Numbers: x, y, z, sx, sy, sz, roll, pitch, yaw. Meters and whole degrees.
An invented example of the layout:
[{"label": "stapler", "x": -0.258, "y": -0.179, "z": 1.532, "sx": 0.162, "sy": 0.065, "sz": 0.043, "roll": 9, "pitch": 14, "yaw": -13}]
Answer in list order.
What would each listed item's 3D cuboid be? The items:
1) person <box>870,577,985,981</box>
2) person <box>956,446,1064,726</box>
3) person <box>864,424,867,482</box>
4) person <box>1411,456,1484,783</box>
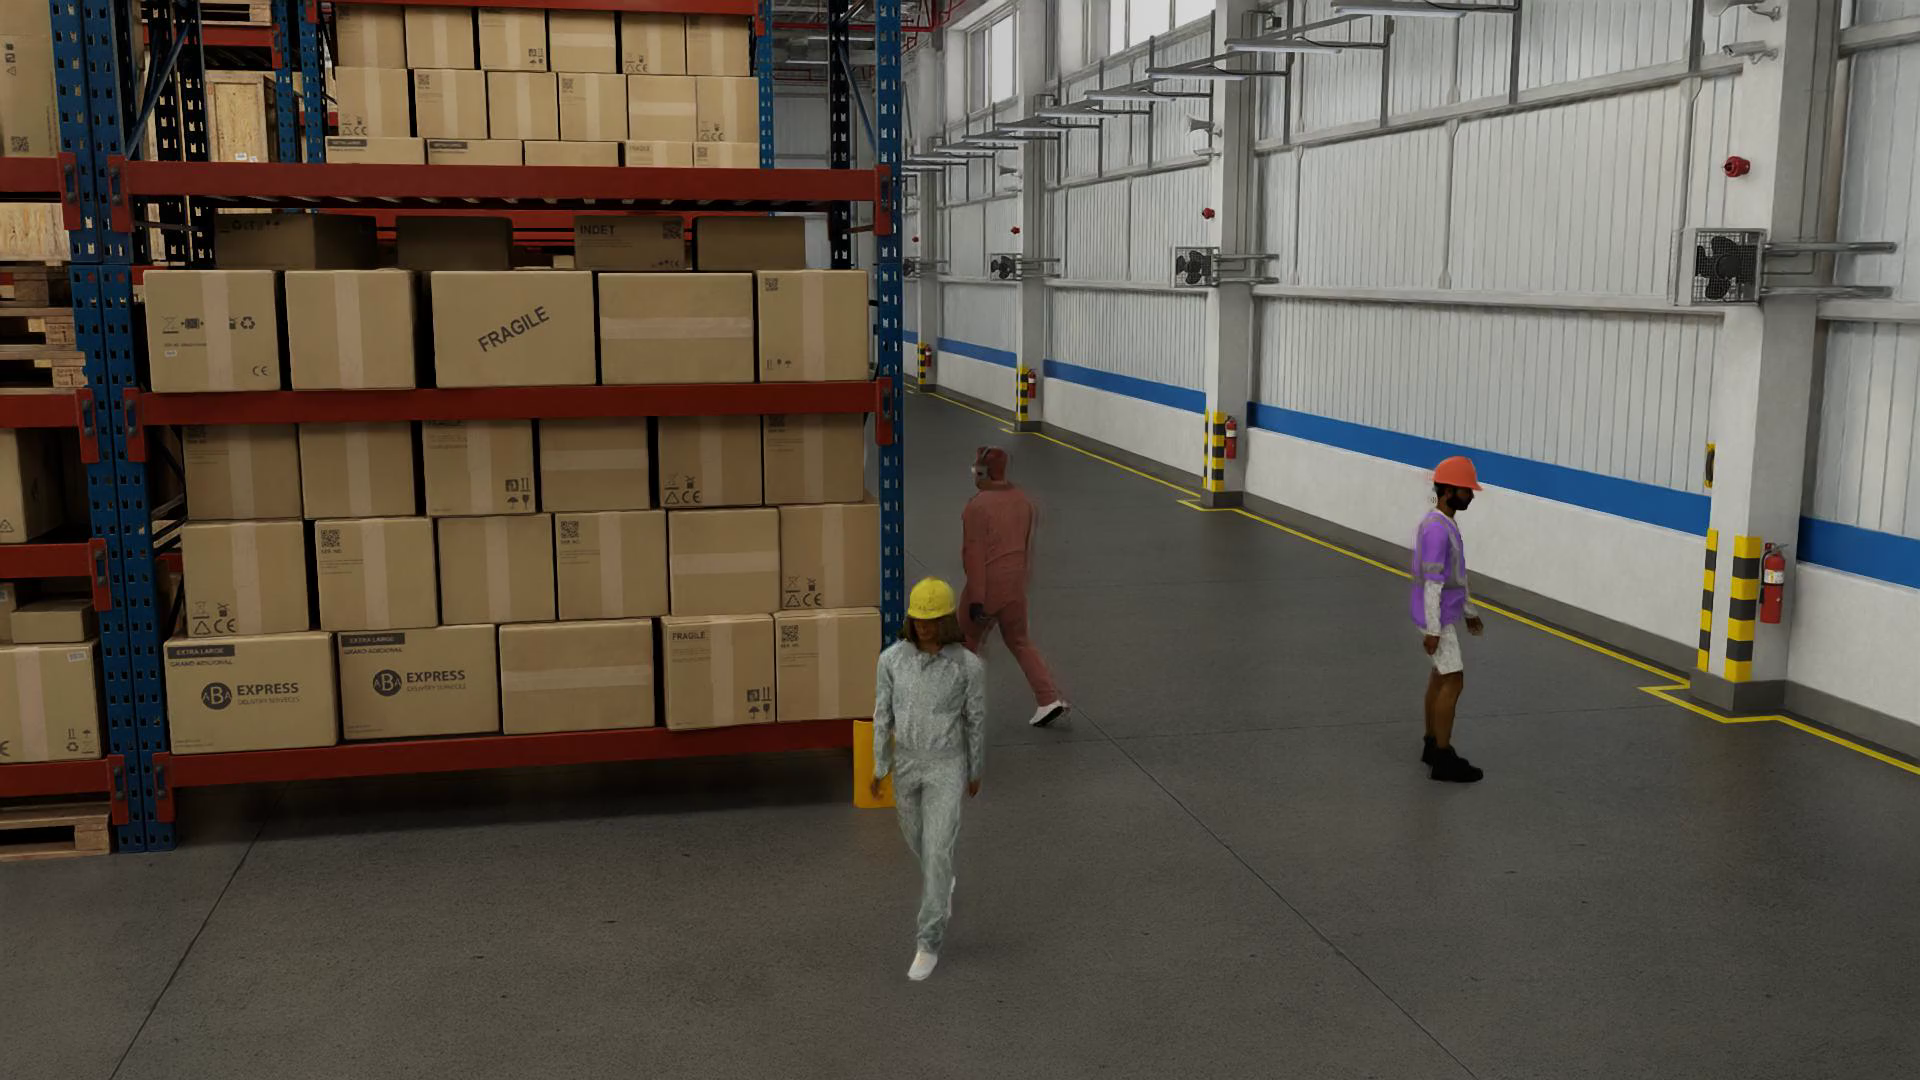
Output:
[{"label": "person", "x": -0.117, "y": 0.981, "z": 7.393, "sx": 0.484, "sy": 1.708, "sz": 0.851, "roll": 3, "pitch": 10, "yaw": 17}, {"label": "person", "x": 0.273, "y": 0.307, "z": 11.036, "sx": 0.966, "sy": 1.868, "sz": 0.659, "roll": 8, "pitch": 12, "yaw": 42}, {"label": "person", "x": -1.282, "y": -0.749, "z": 17.610, "sx": 0.595, "sy": 1.819, "sz": 0.639, "roll": 0, "pitch": 9, "yaw": 2}, {"label": "person", "x": 2.930, "y": 0.457, "z": 9.935, "sx": 0.460, "sy": 1.922, "sz": 0.552, "roll": 3, "pitch": 10, "yaw": 17}]
